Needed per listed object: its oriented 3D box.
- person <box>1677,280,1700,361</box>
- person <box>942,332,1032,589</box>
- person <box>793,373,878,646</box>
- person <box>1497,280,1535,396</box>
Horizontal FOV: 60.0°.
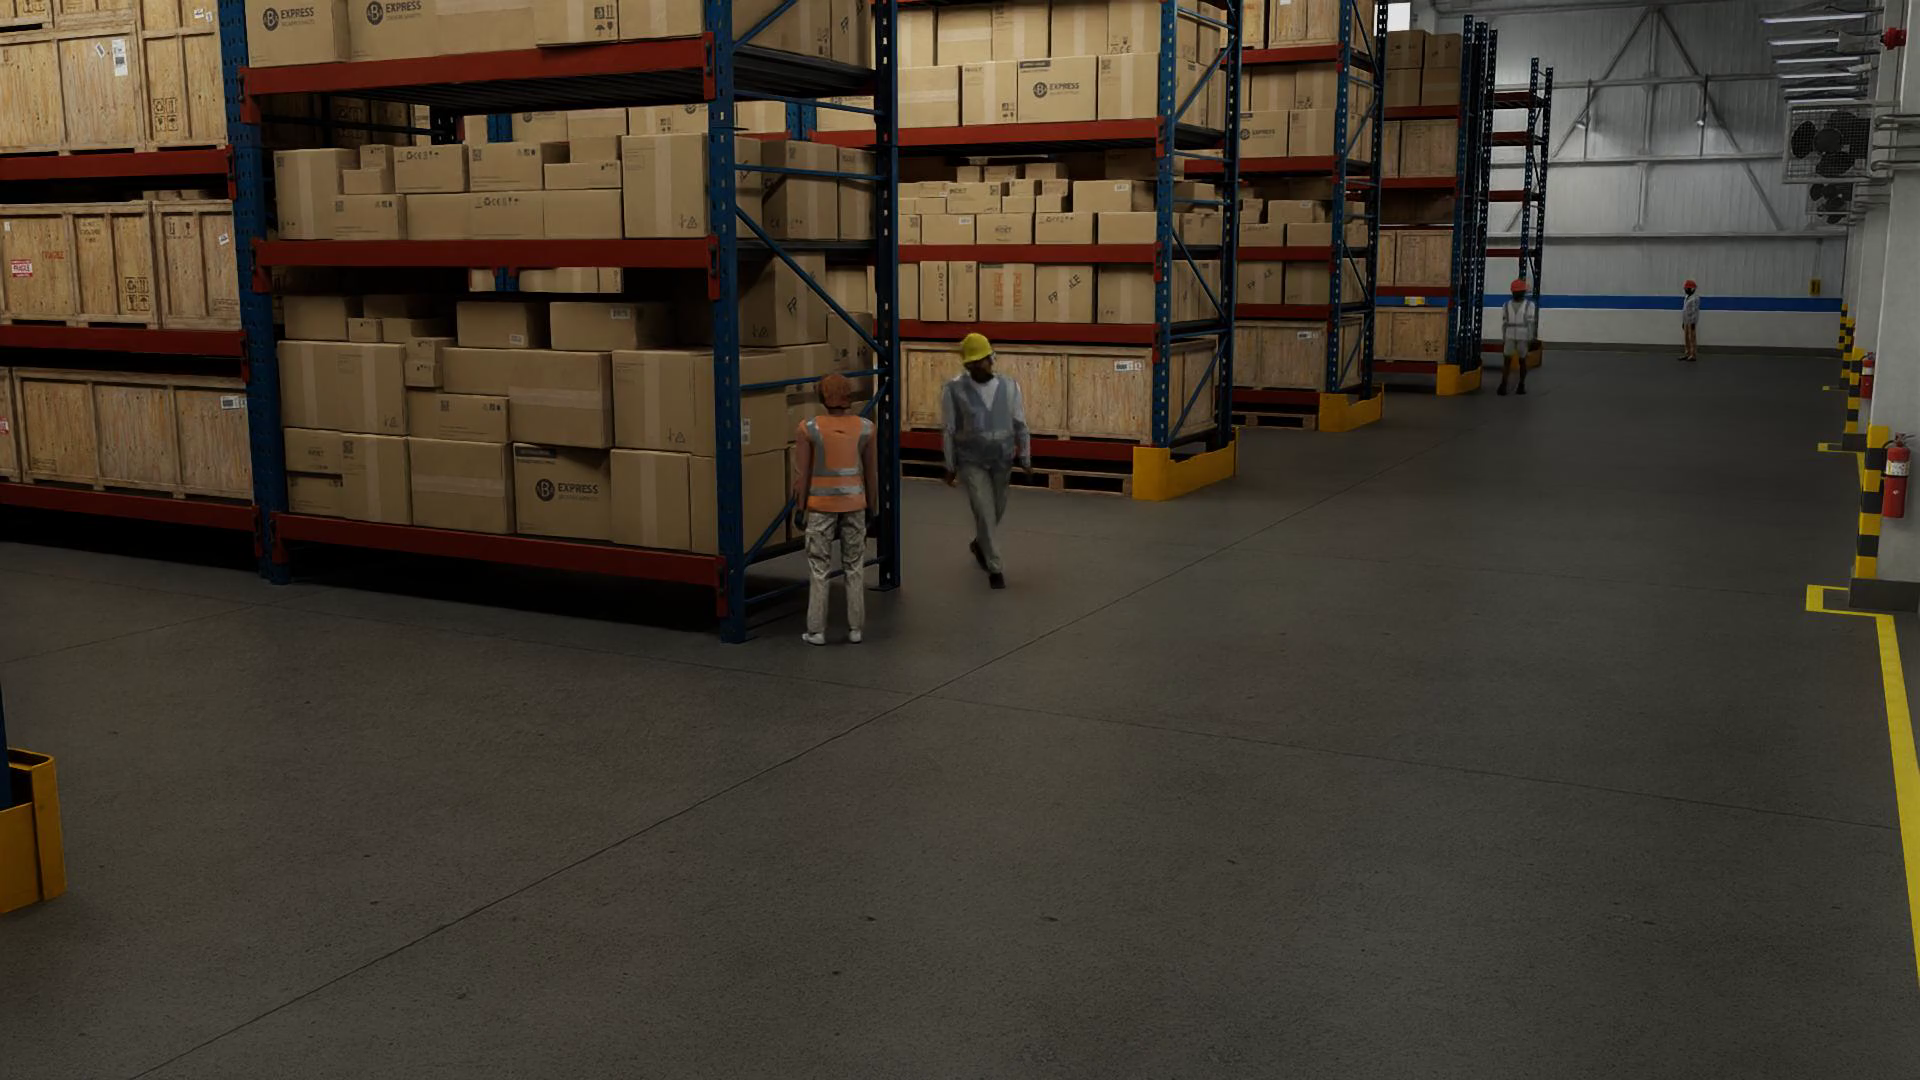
[{"bbox_3d":[15.727,-4.724,35.891,0.361,1.742,0.563,0,10,0],"label":"person"},{"bbox_3d":[0.168,-0.591,11.856,0.622,1.789,0.874,-3,10,-16],"label":"person"},{"bbox_3d":[-0.733,-0.180,9.899,0.526,1.630,0.323,-4,11,-22],"label":"person"},{"bbox_3d":[9.096,-3.300,27.221,0.555,1.882,0.979,6,12,32],"label":"person"}]
